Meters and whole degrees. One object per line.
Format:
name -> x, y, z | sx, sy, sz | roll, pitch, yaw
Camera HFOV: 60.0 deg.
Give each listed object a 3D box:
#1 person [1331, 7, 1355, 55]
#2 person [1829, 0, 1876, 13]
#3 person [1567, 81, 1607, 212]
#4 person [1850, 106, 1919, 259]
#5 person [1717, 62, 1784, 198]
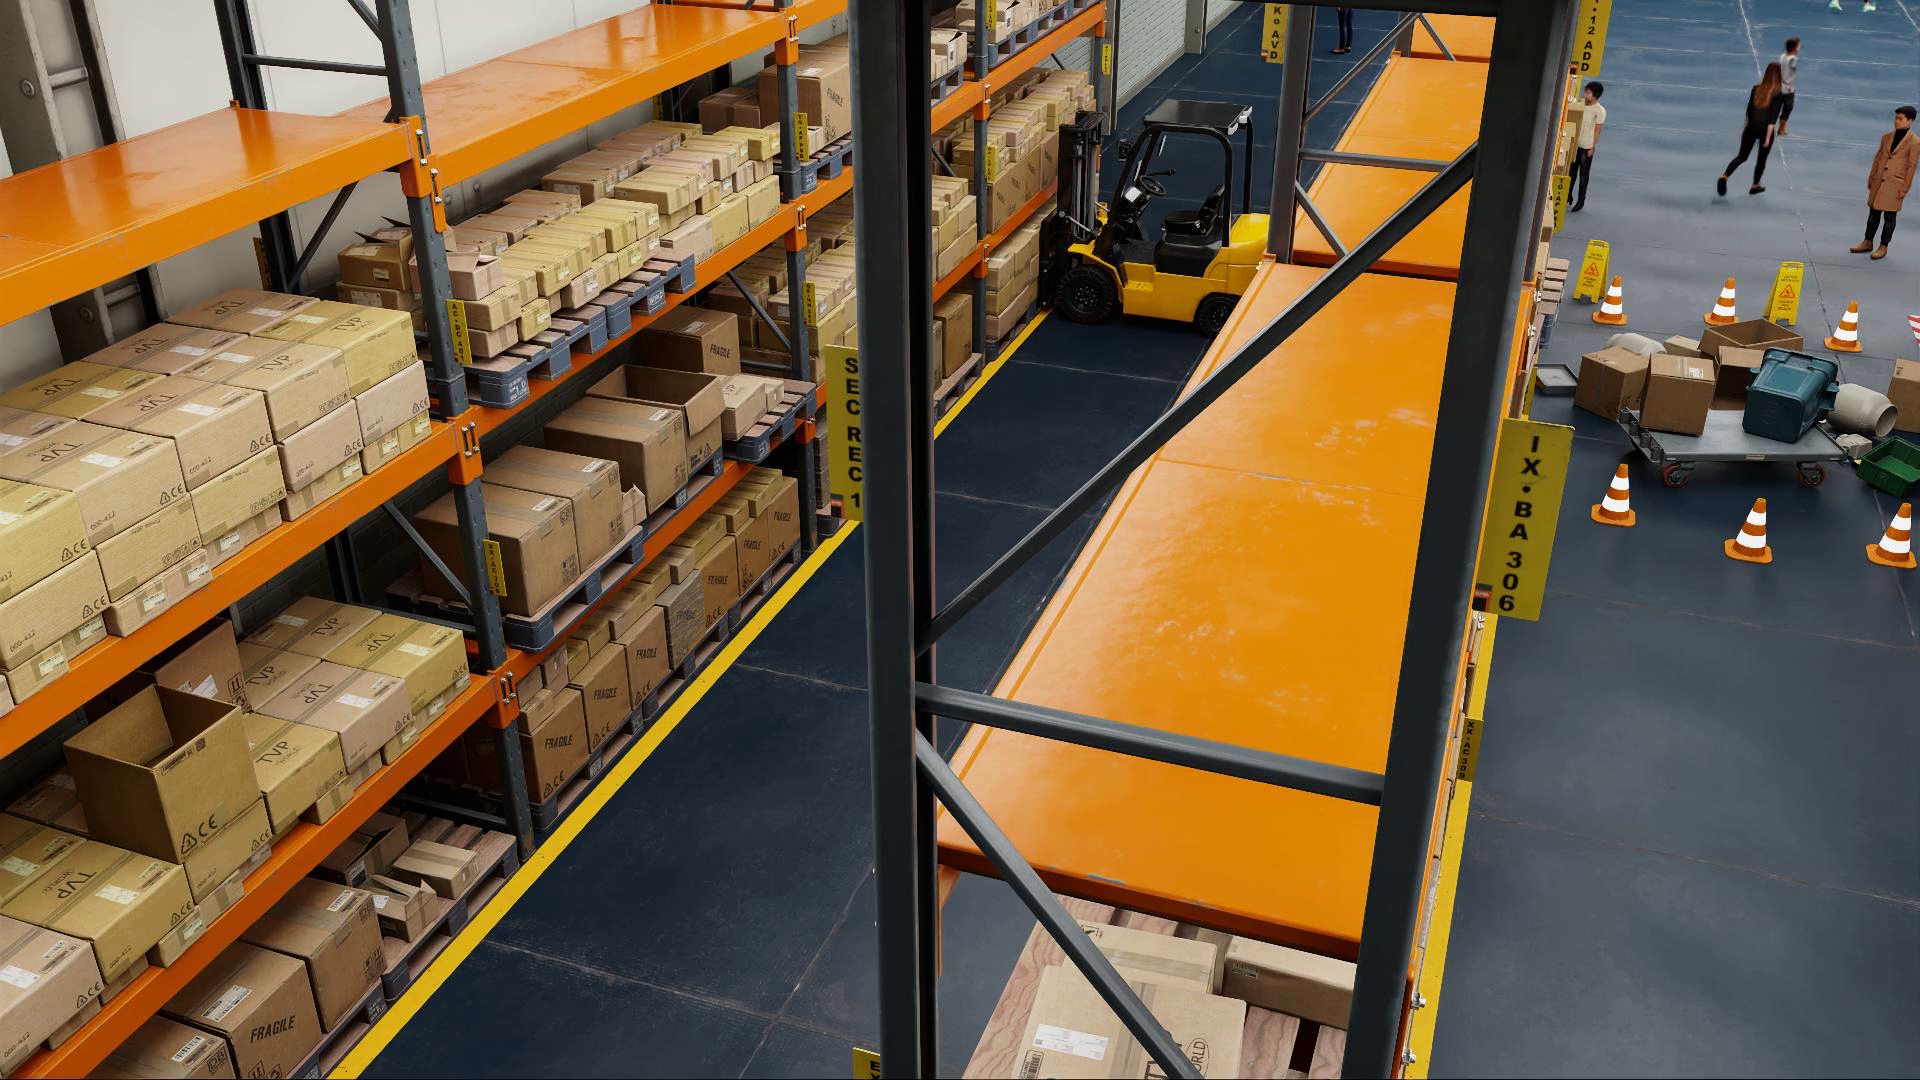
person -> 6.724, -9.334, 28.862 | 0.708, 1.722, 0.578 | 24, 36, 38
person -> 17.341, -11.042, 32.135 | 1.025, 1.661, 1.184 | -3, 28, -5
person -> 7.755, -4.910, 20.695 | 0.691, 1.590, 0.643 | -14, 31, -24
person -> 10.669, -4.111, 19.051 | 0.826, 1.726, 0.767 | -13, 31, -22
person -> 10.035, -5.149, 21.046 | 1.168, 1.681, 1.023 | -17, 33, -29
